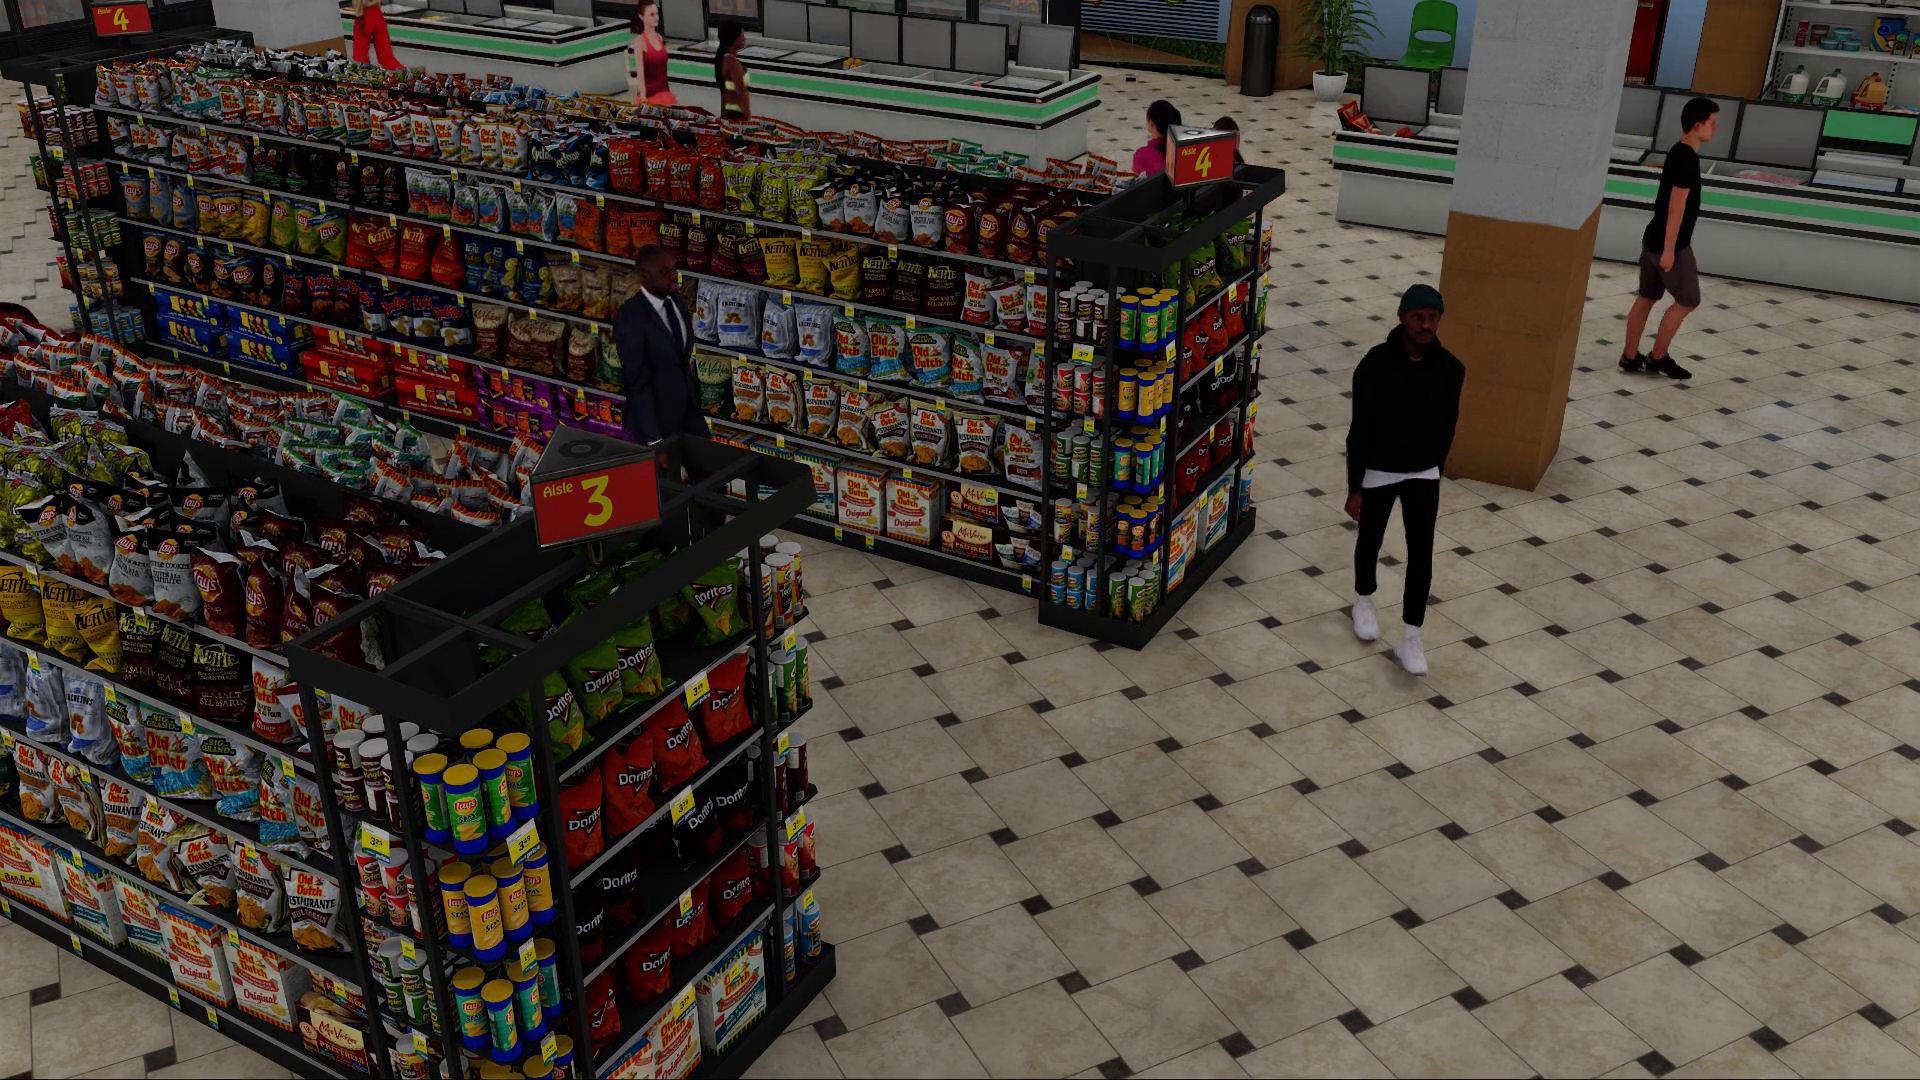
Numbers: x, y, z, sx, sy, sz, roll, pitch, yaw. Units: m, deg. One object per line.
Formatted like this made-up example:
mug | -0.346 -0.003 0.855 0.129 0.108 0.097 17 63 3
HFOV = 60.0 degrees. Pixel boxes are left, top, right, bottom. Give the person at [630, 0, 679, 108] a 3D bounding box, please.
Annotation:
person | -2.794 -3.956 14.942 0.651 1.739 0.573 13 30 24

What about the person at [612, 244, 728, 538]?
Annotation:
person | -1.530 -0.595 8.249 0.838 1.798 0.695 15 30 27

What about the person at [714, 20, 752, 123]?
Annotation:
person | -1.962 -3.418 13.902 1.106 1.719 1.080 -8 28 -15

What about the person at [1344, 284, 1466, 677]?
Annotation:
person | 2.010 -0.342 7.756 1.027 1.792 0.993 2 27 4

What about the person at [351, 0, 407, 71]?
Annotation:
person | -6.275 -5.487 17.937 1.102 1.760 0.585 15 31 28

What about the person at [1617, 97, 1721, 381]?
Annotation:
person | 4.555 -1.964 10.889 0.785 1.852 0.791 7 28 14

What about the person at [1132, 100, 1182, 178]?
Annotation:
person | 1.376 -2.142 11.414 0.702 1.694 0.735 -15 31 -27
